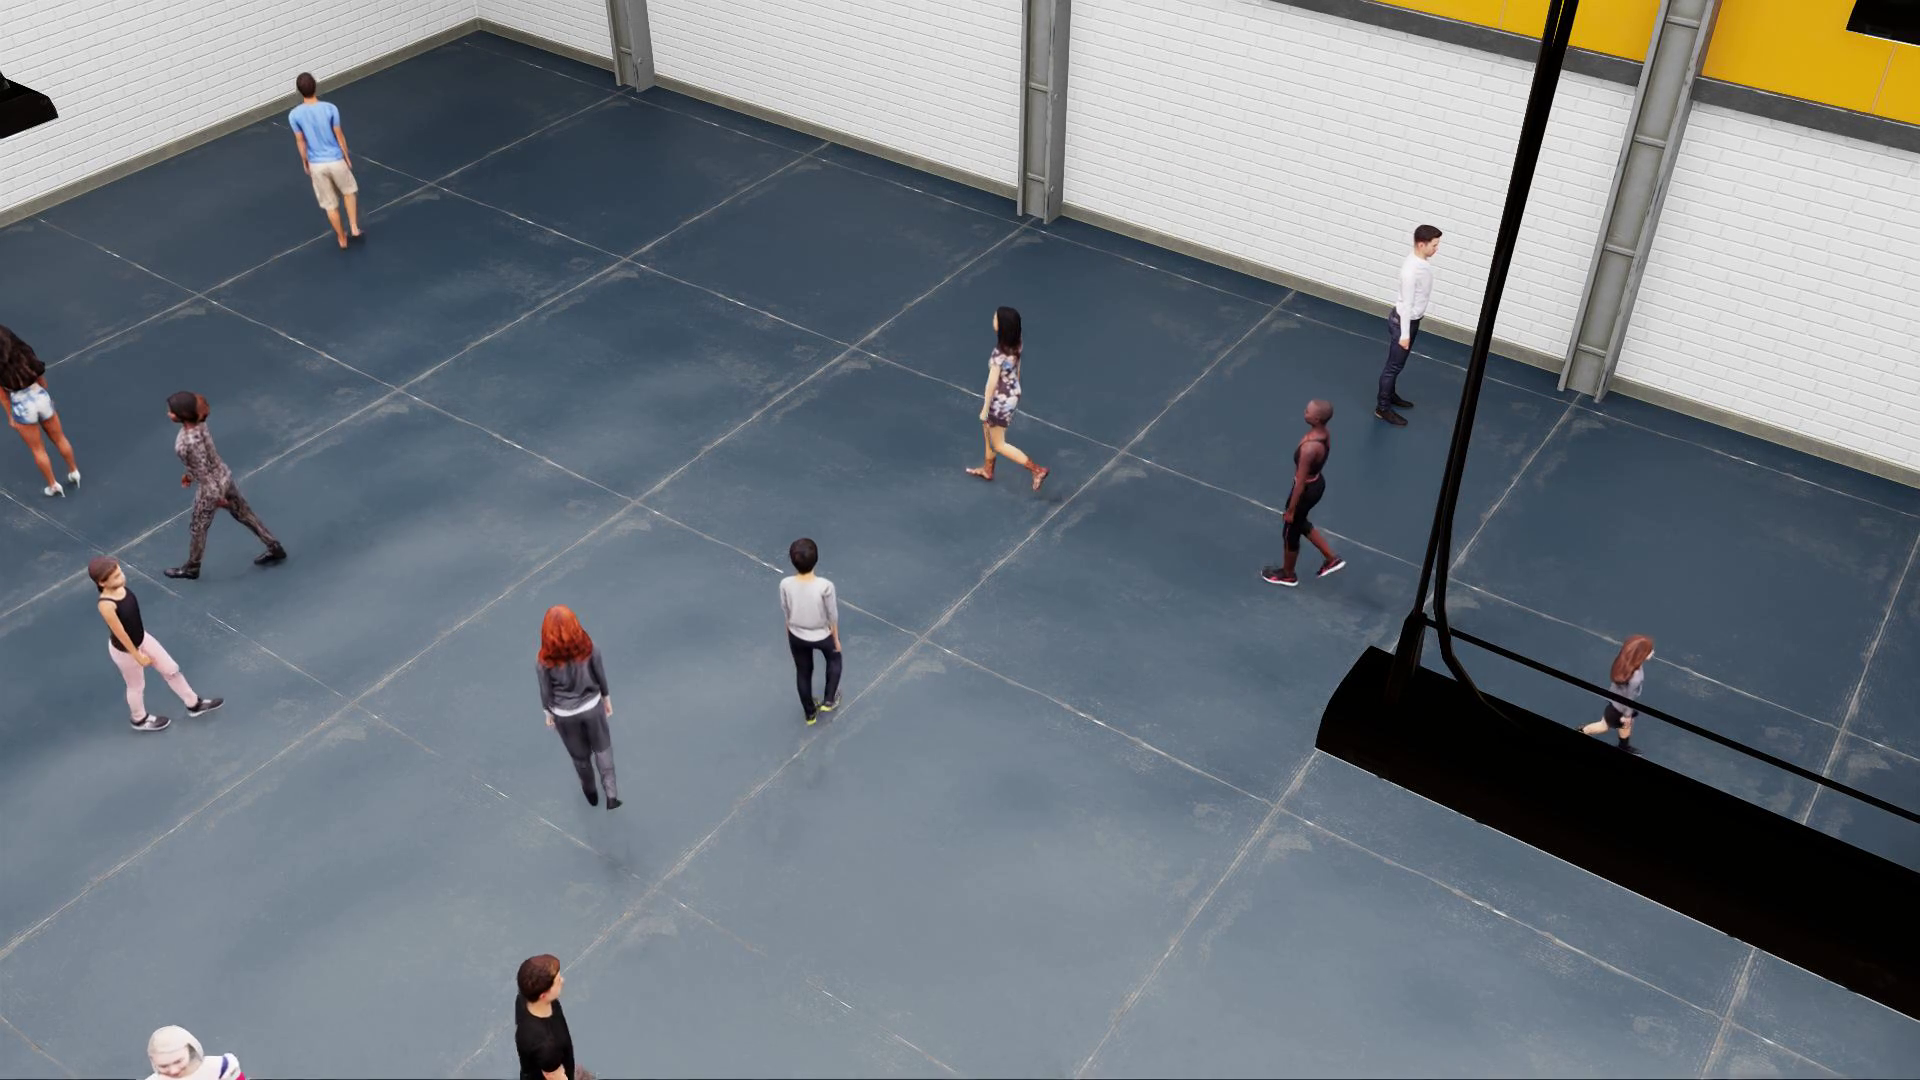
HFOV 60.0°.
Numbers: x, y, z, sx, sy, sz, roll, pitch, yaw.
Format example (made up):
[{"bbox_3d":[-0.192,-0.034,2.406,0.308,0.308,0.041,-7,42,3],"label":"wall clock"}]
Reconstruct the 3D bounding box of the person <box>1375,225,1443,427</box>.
[{"bbox_3d":[3.901,-1.925,14.570,0.643,1.873,0.658,16,41,19],"label":"person"}]

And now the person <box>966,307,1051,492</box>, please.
[{"bbox_3d":[0.414,-1.113,13.680,1.061,1.715,0.777,13,40,16],"label":"person"}]

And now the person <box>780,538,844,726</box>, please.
[{"bbox_3d":[-1.052,0.701,11.550,0.619,1.539,0.723,6,39,7],"label":"person"}]

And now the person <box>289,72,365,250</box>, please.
[{"bbox_3d":[-6.445,-3.817,16.953,0.784,1.857,0.830,-13,40,-15],"label":"person"}]

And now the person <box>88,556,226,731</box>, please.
[{"bbox_3d":[-5.797,0.738,11.505,0.946,1.537,0.851,-3,39,-3],"label":"person"}]

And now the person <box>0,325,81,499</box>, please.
[{"bbox_3d":[-7.639,-1.063,13.689,0.550,1.626,0.558,22,43,25],"label":"person"}]

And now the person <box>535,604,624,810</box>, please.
[{"bbox_3d":[-2.464,1.169,10.779,0.774,1.770,0.867,-15,41,-18],"label":"person"}]

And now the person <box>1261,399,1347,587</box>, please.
[{"bbox_3d":[2.715,-0.308,12.648,0.893,1.746,0.676,16,41,19],"label":"person"}]

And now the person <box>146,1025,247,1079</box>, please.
[{"bbox_3d":[-3.797,2.997,8.493,0.988,1.765,1.217,-18,42,-21],"label":"person"}]

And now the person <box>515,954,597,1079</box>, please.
[{"bbox_3d":[-2.219,2.828,8.641,0.875,1.846,0.800,-8,39,-10],"label":"person"}]

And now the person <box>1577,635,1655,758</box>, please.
[{"bbox_3d":[4.506,1.081,11.439,0.840,1.084,0.646,9,40,11],"label":"person"}]

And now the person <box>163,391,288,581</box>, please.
[{"bbox_3d":[-5.673,-0.428,12.864,1.089,1.664,1.112,-11,40,-13],"label":"person"}]
